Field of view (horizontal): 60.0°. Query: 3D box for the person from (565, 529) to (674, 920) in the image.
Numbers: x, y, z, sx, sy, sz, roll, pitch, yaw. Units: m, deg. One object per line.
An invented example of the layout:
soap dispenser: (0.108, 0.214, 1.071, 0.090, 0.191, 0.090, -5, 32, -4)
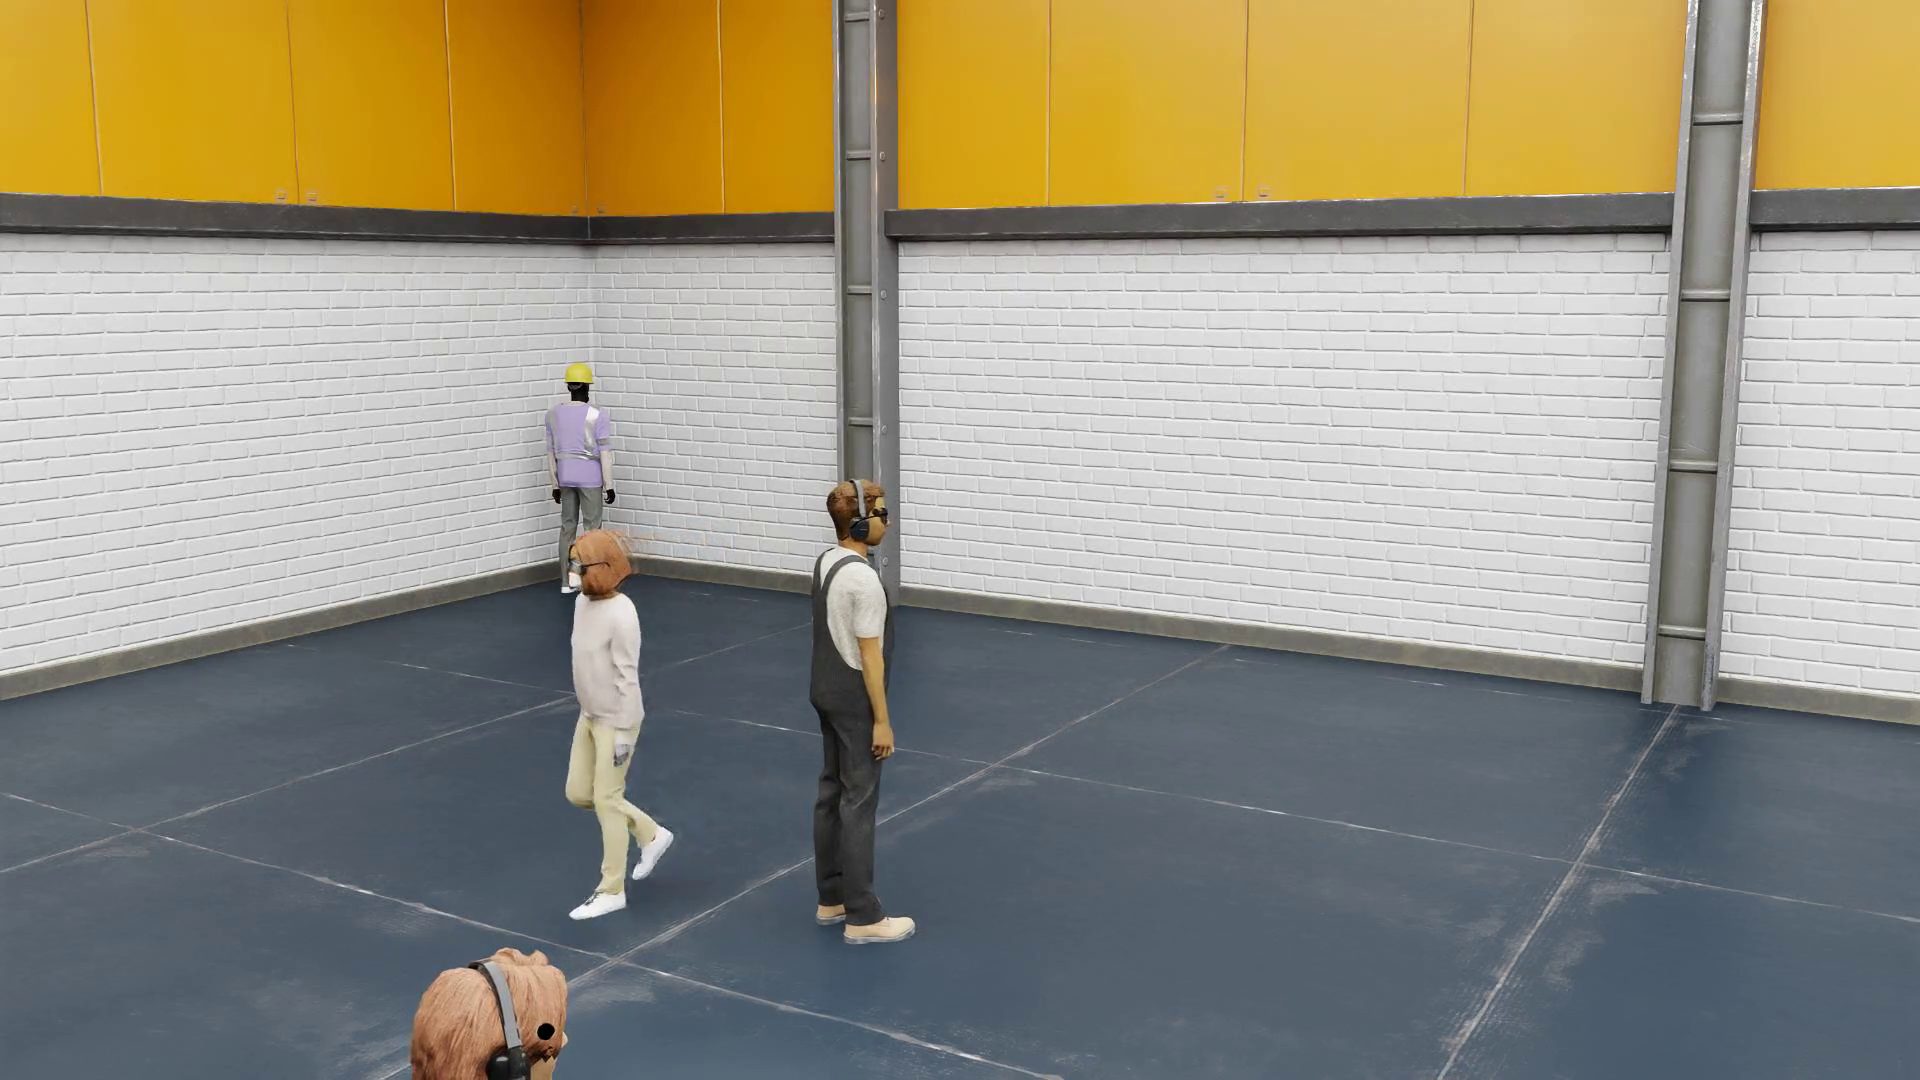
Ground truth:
person: (-1.416, 0.748, 6.861, 0.428, 1.618, 0.497, -7, 11, -37)

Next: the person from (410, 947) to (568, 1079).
person: (-0.698, 1.427, 2.561, 0.523, 1.640, 0.306, 9, 13, 44)

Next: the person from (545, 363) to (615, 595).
person: (-3.114, -0.493, 13.687, 0.585, 1.921, 0.392, 3, 10, 18)

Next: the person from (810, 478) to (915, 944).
person: (-0.417, 0.673, 6.624, 0.348, 1.847, 0.505, -5, 10, -27)
